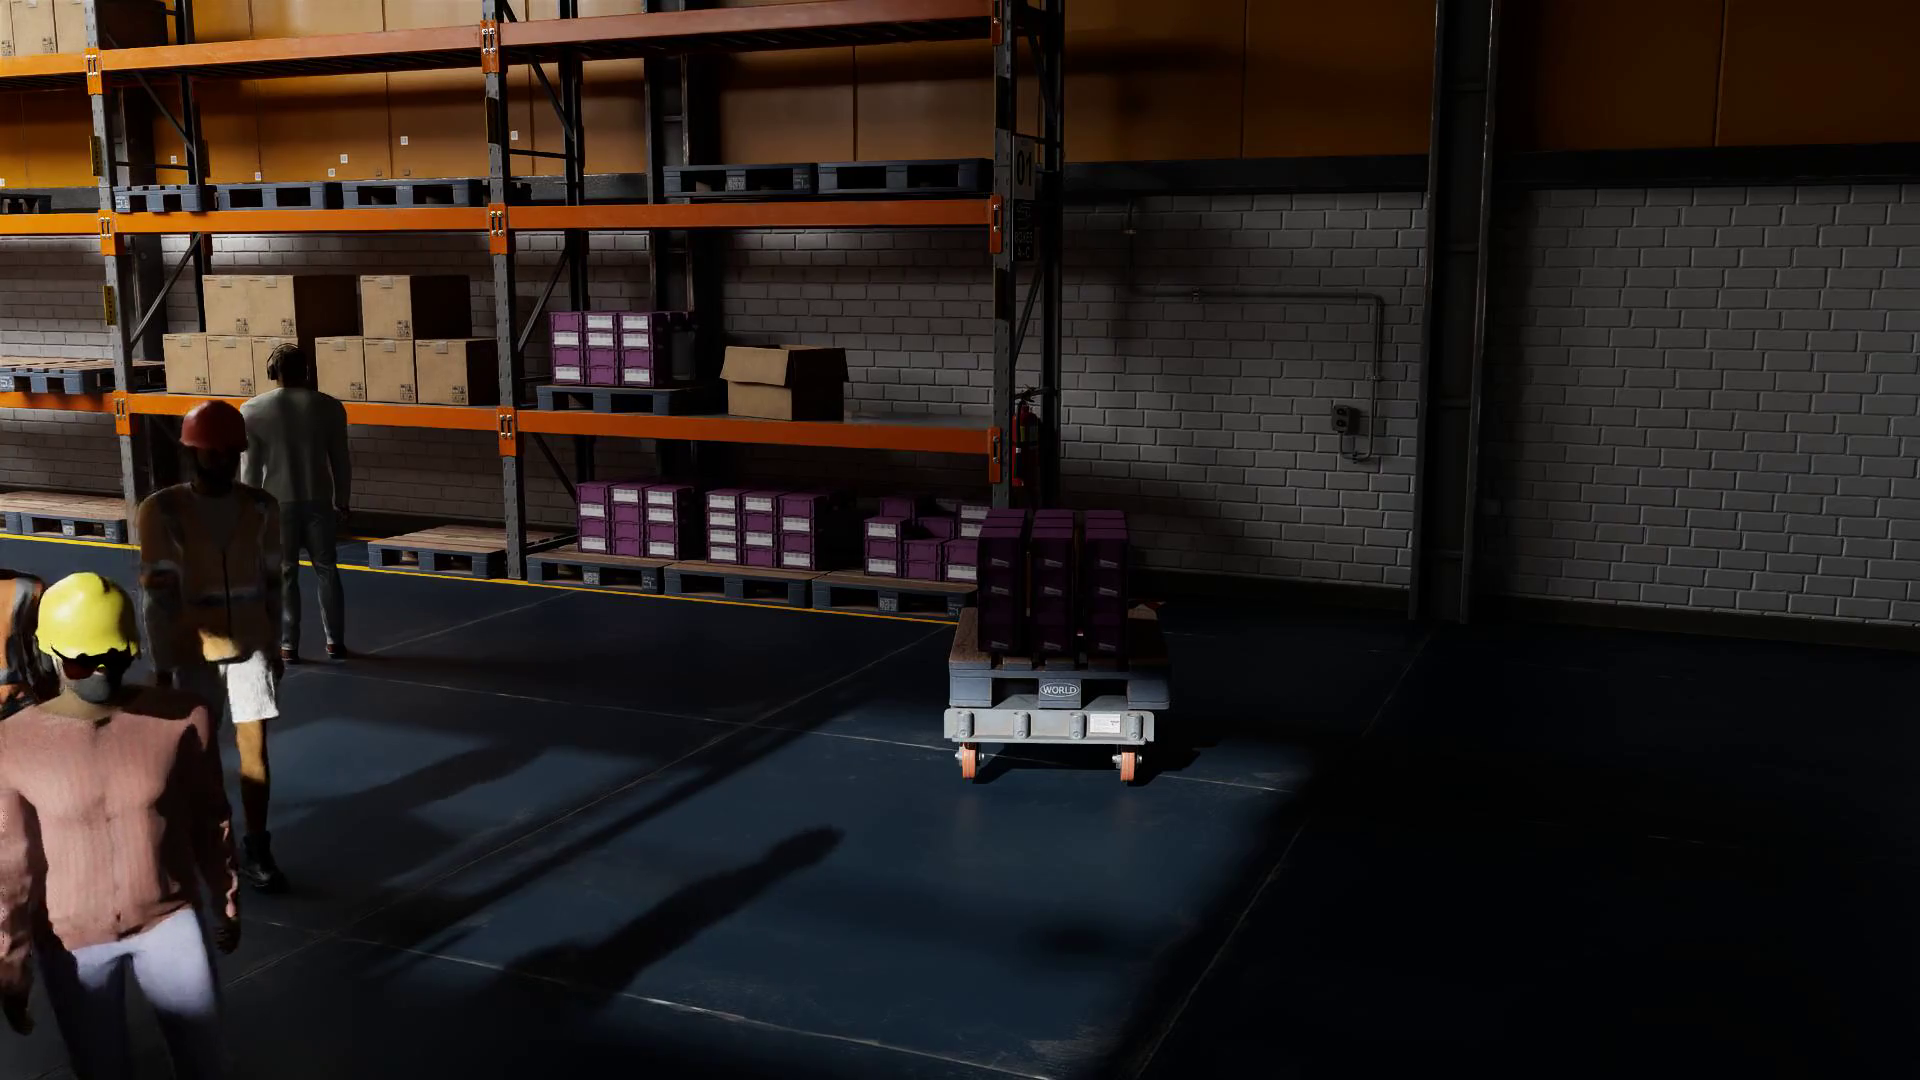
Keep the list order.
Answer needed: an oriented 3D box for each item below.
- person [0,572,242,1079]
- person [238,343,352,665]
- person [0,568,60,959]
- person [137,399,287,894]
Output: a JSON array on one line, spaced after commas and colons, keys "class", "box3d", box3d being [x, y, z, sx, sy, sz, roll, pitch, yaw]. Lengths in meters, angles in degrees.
[{"class": "person", "box3d": [-1.945, 0.917, 3.852, 0.545, 1.742, 0.449, -6, 11, -33]}, {"class": "person", "box3d": [-4.007, -0.215, 10.069, 0.635, 1.937, 0.354, -6, 11, -32]}, {"class": "person", "box3d": [-3.346, 0.666, 5.677, 0.514, 1.641, 0.315, -7, 12, -38]}, {"class": "person", "box3d": [-2.927, 0.390, 6.534, 0.552, 1.911, 0.779, -8, 12, -40]}]
